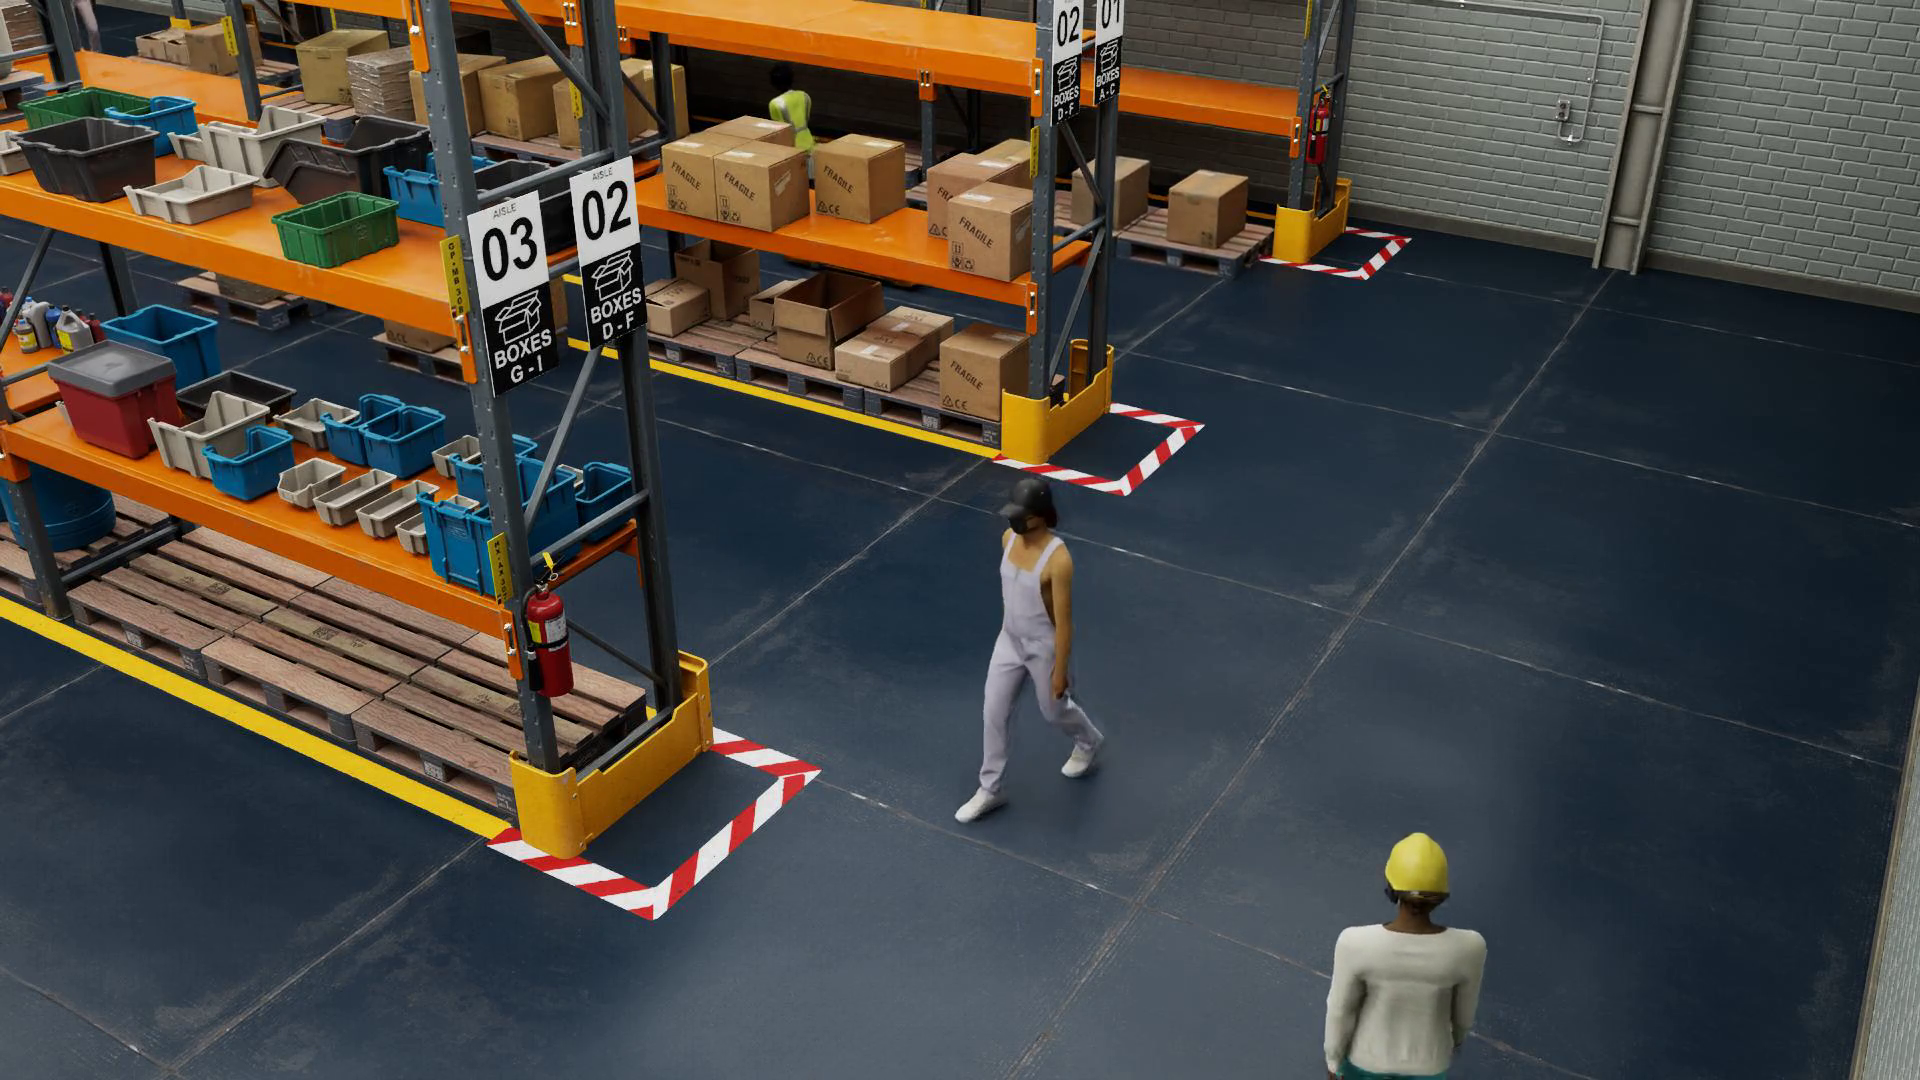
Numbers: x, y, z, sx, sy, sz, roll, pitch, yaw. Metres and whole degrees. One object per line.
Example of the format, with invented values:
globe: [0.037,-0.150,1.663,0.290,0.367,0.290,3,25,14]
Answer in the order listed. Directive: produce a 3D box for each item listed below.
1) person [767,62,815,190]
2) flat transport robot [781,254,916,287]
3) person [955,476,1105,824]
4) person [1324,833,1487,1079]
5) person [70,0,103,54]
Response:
person: [-1.642,-3.748,15.920,0.846,1.649,0.559,25,38,38]
flat transport robot: [-0.893,-2.637,15.365,1.431,0.231,0.659,17,33,27]
person: [0.385,0.495,8.146,0.909,1.825,0.525,-24,37,-36]
person: [1.557,1.765,5.956,0.533,1.740,0.691,5,29,9]
person: [-11.487,-6.981,21.566,0.580,1.825,0.530,-18,34,-29]
